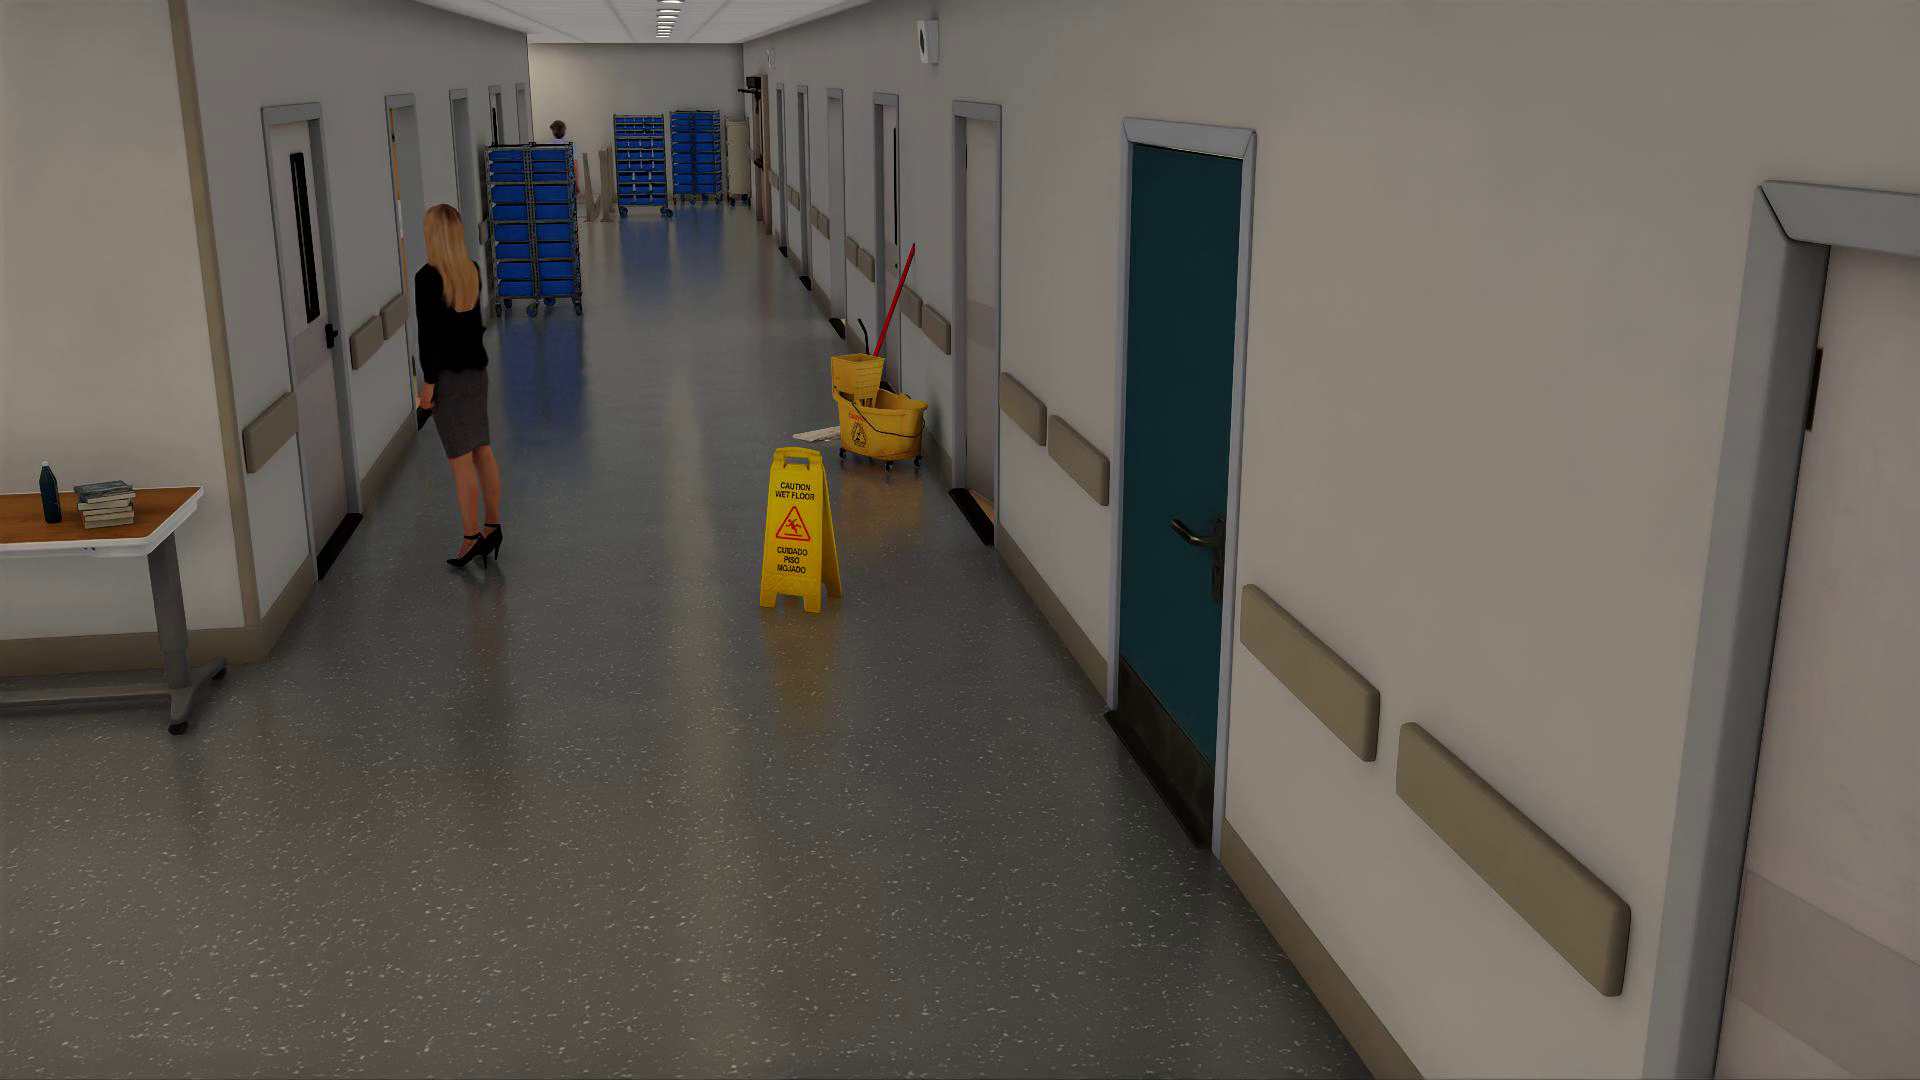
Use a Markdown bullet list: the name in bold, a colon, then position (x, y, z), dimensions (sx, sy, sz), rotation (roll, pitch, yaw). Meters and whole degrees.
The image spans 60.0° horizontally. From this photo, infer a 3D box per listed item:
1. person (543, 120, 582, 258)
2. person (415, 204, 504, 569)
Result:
- **person**: position (-5.450, -4.810, 22.771), dimensions (0.728, 1.831, 0.680), rotation (-9, 18, -29)
- **person**: position (-2.533, -0.769, 8.417), dimensions (0.747, 1.843, 0.640), rotation (5, 17, 19)
